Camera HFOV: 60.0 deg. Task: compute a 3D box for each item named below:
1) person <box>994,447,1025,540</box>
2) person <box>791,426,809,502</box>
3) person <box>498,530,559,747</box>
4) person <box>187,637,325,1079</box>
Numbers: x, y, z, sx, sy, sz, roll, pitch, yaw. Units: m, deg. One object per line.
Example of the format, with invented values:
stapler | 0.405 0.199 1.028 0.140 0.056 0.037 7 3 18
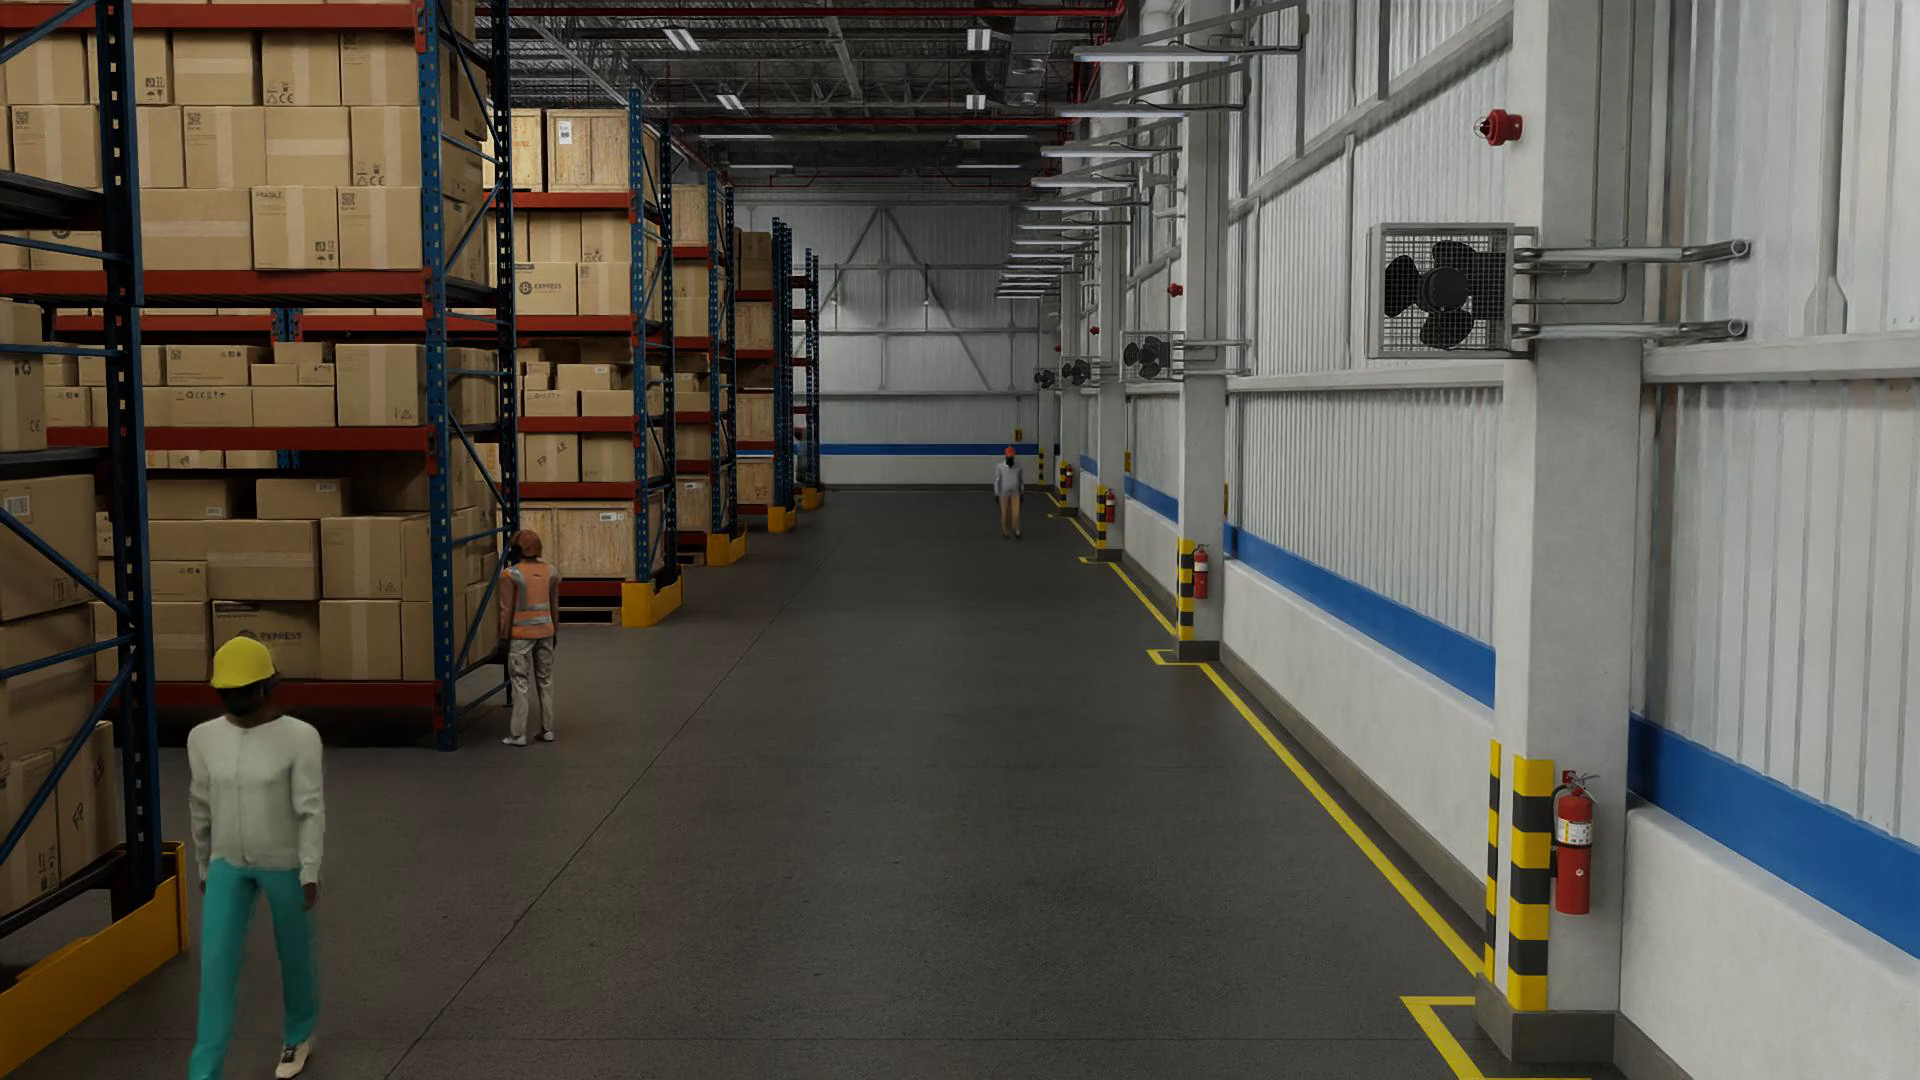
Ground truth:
person | 0.917 -0.845 30.458 0.588 1.704 0.897 -1 5 -8
person | -3.962 -1.879 41.410 0.460 1.913 0.543 0 5 5
person | -3.242 0.735 12.556 0.318 1.631 0.523 4 6 39
person | -2.627 1.231 6.142 0.536 1.728 0.861 0 5 -1
